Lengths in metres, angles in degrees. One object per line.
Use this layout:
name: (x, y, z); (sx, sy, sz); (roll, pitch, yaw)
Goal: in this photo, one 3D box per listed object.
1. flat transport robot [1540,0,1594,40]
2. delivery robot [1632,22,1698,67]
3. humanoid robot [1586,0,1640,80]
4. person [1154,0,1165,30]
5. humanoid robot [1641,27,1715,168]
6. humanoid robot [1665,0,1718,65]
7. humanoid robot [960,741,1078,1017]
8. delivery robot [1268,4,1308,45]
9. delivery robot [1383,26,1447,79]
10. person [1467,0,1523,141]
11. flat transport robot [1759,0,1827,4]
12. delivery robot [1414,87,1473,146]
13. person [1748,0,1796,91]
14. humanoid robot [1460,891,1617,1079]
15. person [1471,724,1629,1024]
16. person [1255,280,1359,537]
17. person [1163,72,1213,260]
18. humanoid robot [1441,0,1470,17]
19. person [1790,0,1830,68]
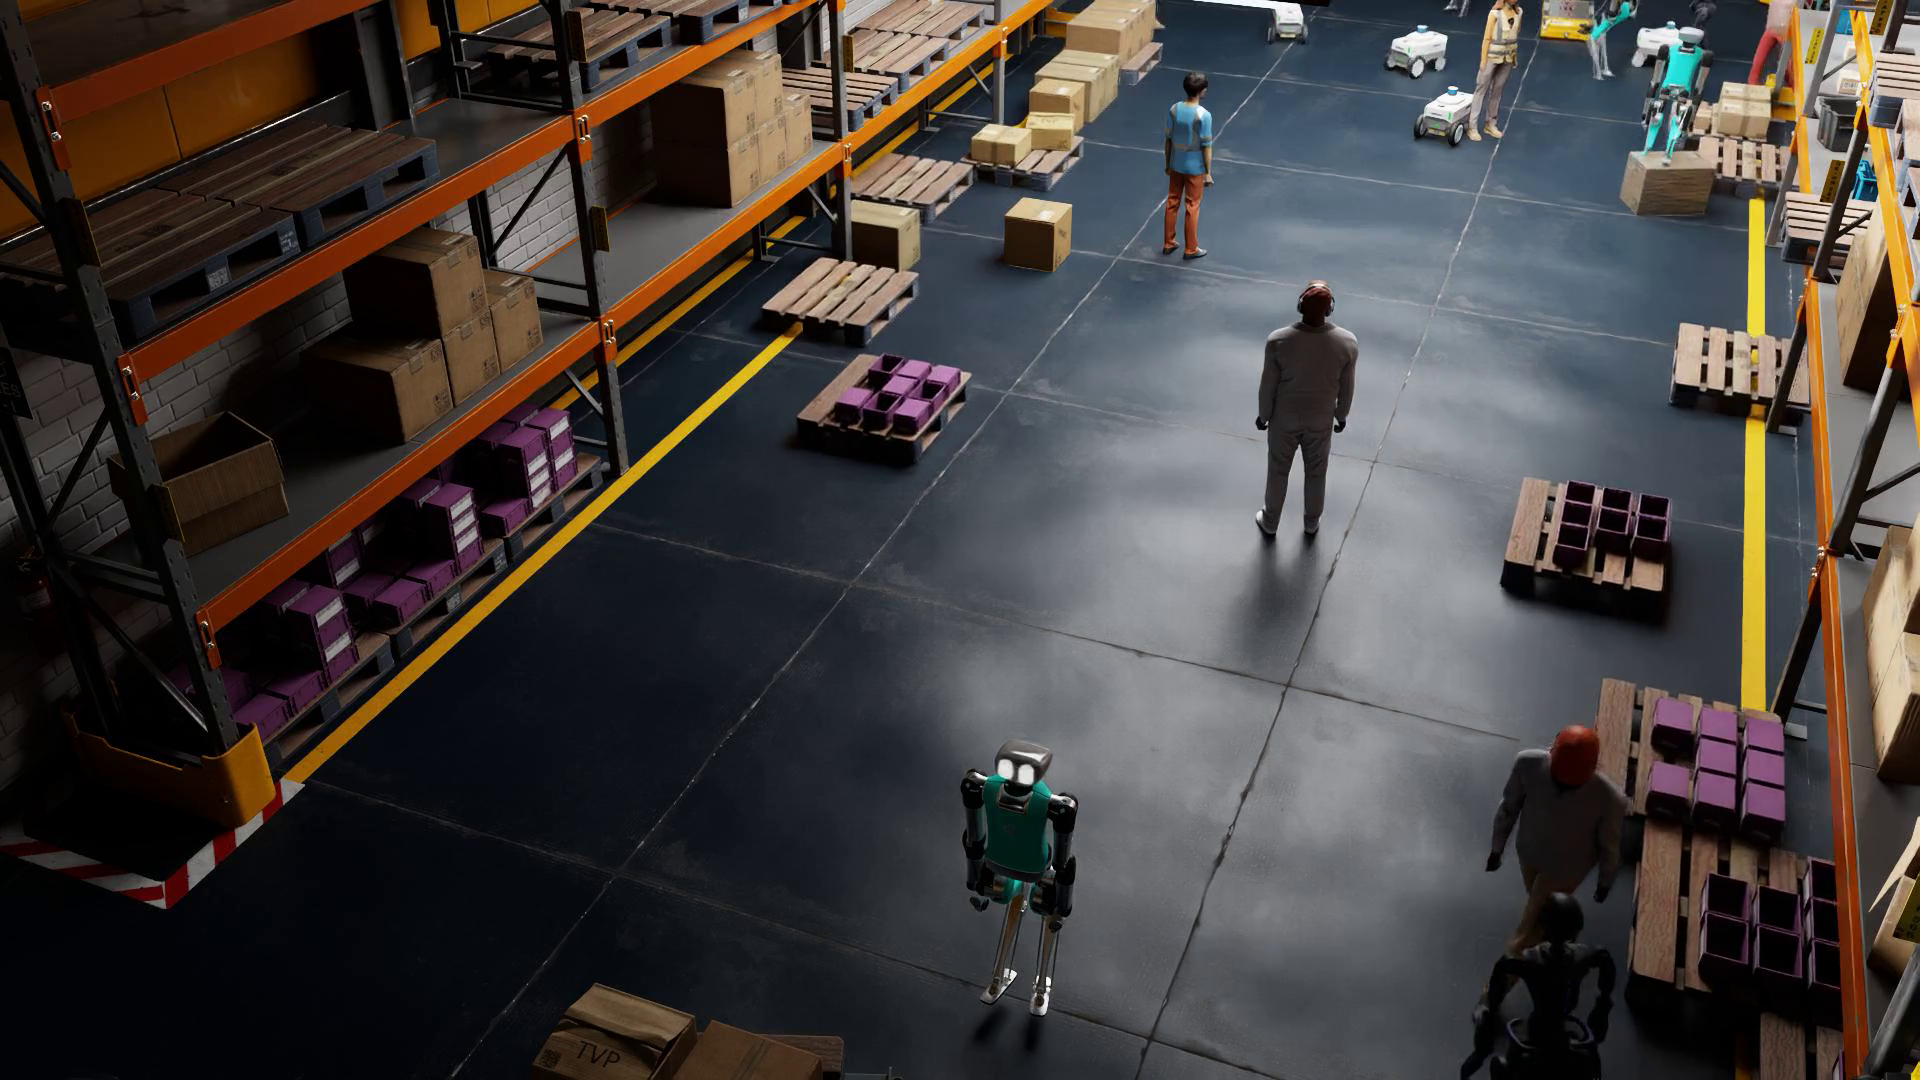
flat transport robot: (8.229, -7.072, 22.536); (0.659, 0.231, 1.431); (10, 34, 15)
delivery robot: (8.904, -6.227, 20.933); (0.734, 0.560, 0.499); (16, 36, 23)
humanoid robot: (7.984, -6.533, 20.352); (0.546, 1.793, 0.678); (-20, 38, -28)
person: (2.658, -7.672, 22.176); (0.614, 1.650, 0.552); (25, 41, 34)
humanoid robot: (7.113, -4.170, 16.730); (0.553, 1.784, 0.870); (14, 35, 21)
humanoid robot: (9.244, -6.708, 20.699); (0.668, 1.618, 0.597); (2, 33, 3)
humanoid robot: (0.341, 1.496, 7.797); (0.533, 1.681, 0.735); (12, 35, 18)
delivery robot: (4.323, -6.867, 21.959); (0.499, 0.598, 0.777); (2, 33, 3)
delivery robot: (5.734, -6.132, 20.795); (0.746, 0.570, 0.499); (-20, 38, -27)
person: (5.980, -5.327, 18.444); (0.466, 1.777, 0.325); (-11, 35, -17)
flat transport robot: (12.038, -7.807, 23.675); (1.431, 0.231, 0.659); (-27, 41, -35)
delivery robot: (5.504, -4.797, 18.756); (0.499, 0.599, 0.784); (23, 39, 31)
person: (9.623, -5.942, 19.433); (0.810, 1.731, 0.518); (-17, 36, -24)
humanoid robot: (2.439, 2.154, 6.986); (0.593, 1.635, 0.565); (-3, 33, -5)
person: (2.826, 1.512, 7.942); (0.891, 1.683, 0.574); (-25, 41, -34)
person: (2.359, -0.889, 11.459); (0.650, 1.906, 0.412); (0, 33, 0)
person: (2.145, -3.512, 15.649); (0.497, 1.763, 0.311); (25, 40, 33)
humanoid robot: (6.906, -8.012, 22.670); (0.759, 1.808, 0.530); (-22, 39, -30)
person: (10.623, -6.872, 20.813); (0.599, 1.810, 1.007); (23, 39, 31)
